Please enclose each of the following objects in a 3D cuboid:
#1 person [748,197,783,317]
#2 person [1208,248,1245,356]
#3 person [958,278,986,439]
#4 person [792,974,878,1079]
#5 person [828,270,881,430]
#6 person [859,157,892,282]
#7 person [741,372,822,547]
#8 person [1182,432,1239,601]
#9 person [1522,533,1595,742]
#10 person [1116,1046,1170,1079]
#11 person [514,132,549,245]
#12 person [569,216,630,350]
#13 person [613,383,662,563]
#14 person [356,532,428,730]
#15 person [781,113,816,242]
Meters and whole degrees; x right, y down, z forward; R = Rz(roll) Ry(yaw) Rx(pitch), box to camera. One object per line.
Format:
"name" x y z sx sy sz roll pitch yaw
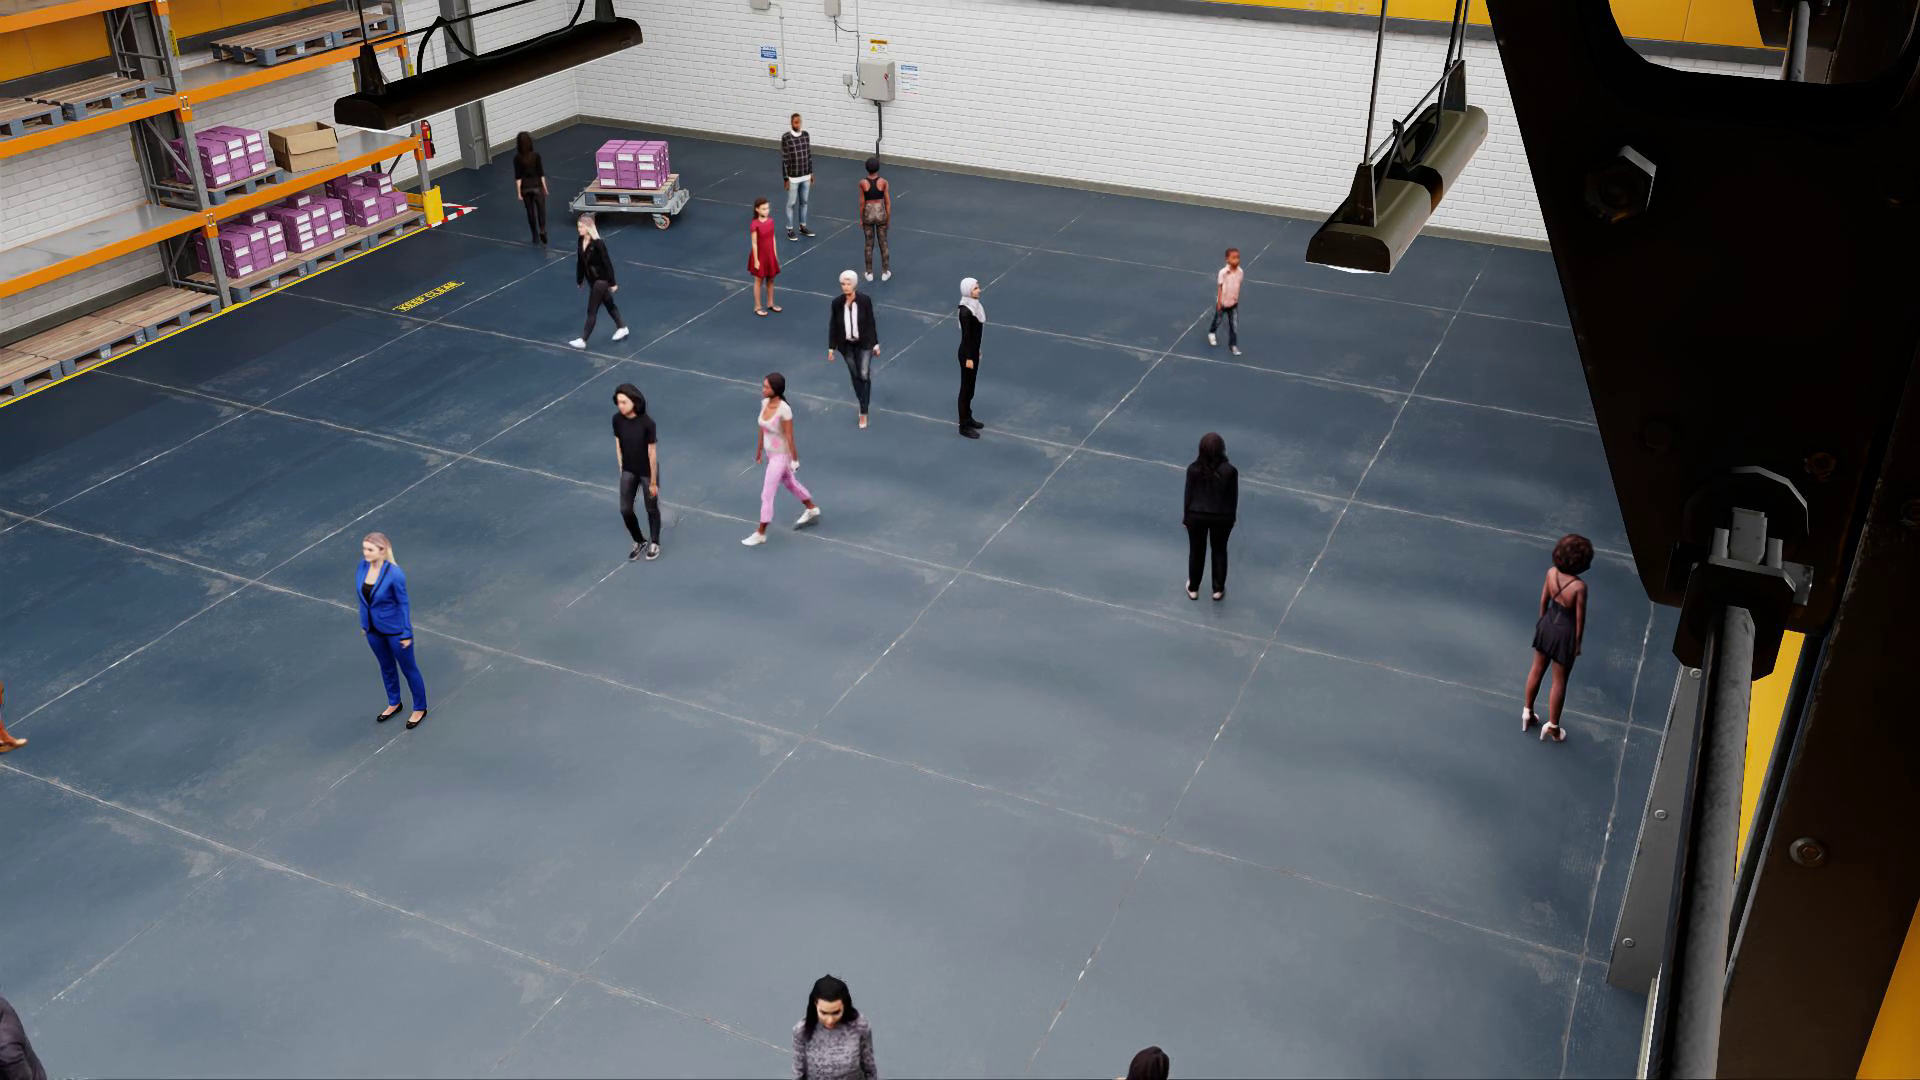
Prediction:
"person" -2.535 -3.678 21.451 0.687 1.551 0.628 25 37 37
"person" 3.251 -2.956 20.397 0.844 1.293 0.950 -7 29 -12
"person" 0.098 -2.005 18.145 0.705 1.780 0.540 6 29 11
"person" -0.657 2.995 9.036 0.706 1.724 0.725 -3 29 -5
"person" -1.084 -2.160 18.349 0.892 1.762 0.991 6 29 11
"person" -1.156 -4.356 22.538 0.658 1.700 0.672 -1 29 -2
"person" -1.671 -0.810 16.044 1.247 1.692 0.985 -20 34 -32
"person" 2.253 -0.205 15.020 0.725 1.612 0.733 2 29 4
"person" 4.686 0.768 13.053 0.698 1.789 0.664 -16 33 -27
"person" 0.928 3.271 8.440 0.660 1.811 0.685 -23 36 -36
"person" -6.104 -4.989 23.770 0.838 1.631 0.921 -7 29 -13
"person" -4.376 -3.177 20.448 0.820 1.632 1.221 21 35 33
"person" -2.970 -0.686 15.688 0.679 1.818 0.693 8 30 14
"person" -4.550 0.700 13.269 0.621 1.701 0.548 11 31 19
"person" -2.369 -5.301 24.145 0.664 1.820 0.805 -21 35 -33
